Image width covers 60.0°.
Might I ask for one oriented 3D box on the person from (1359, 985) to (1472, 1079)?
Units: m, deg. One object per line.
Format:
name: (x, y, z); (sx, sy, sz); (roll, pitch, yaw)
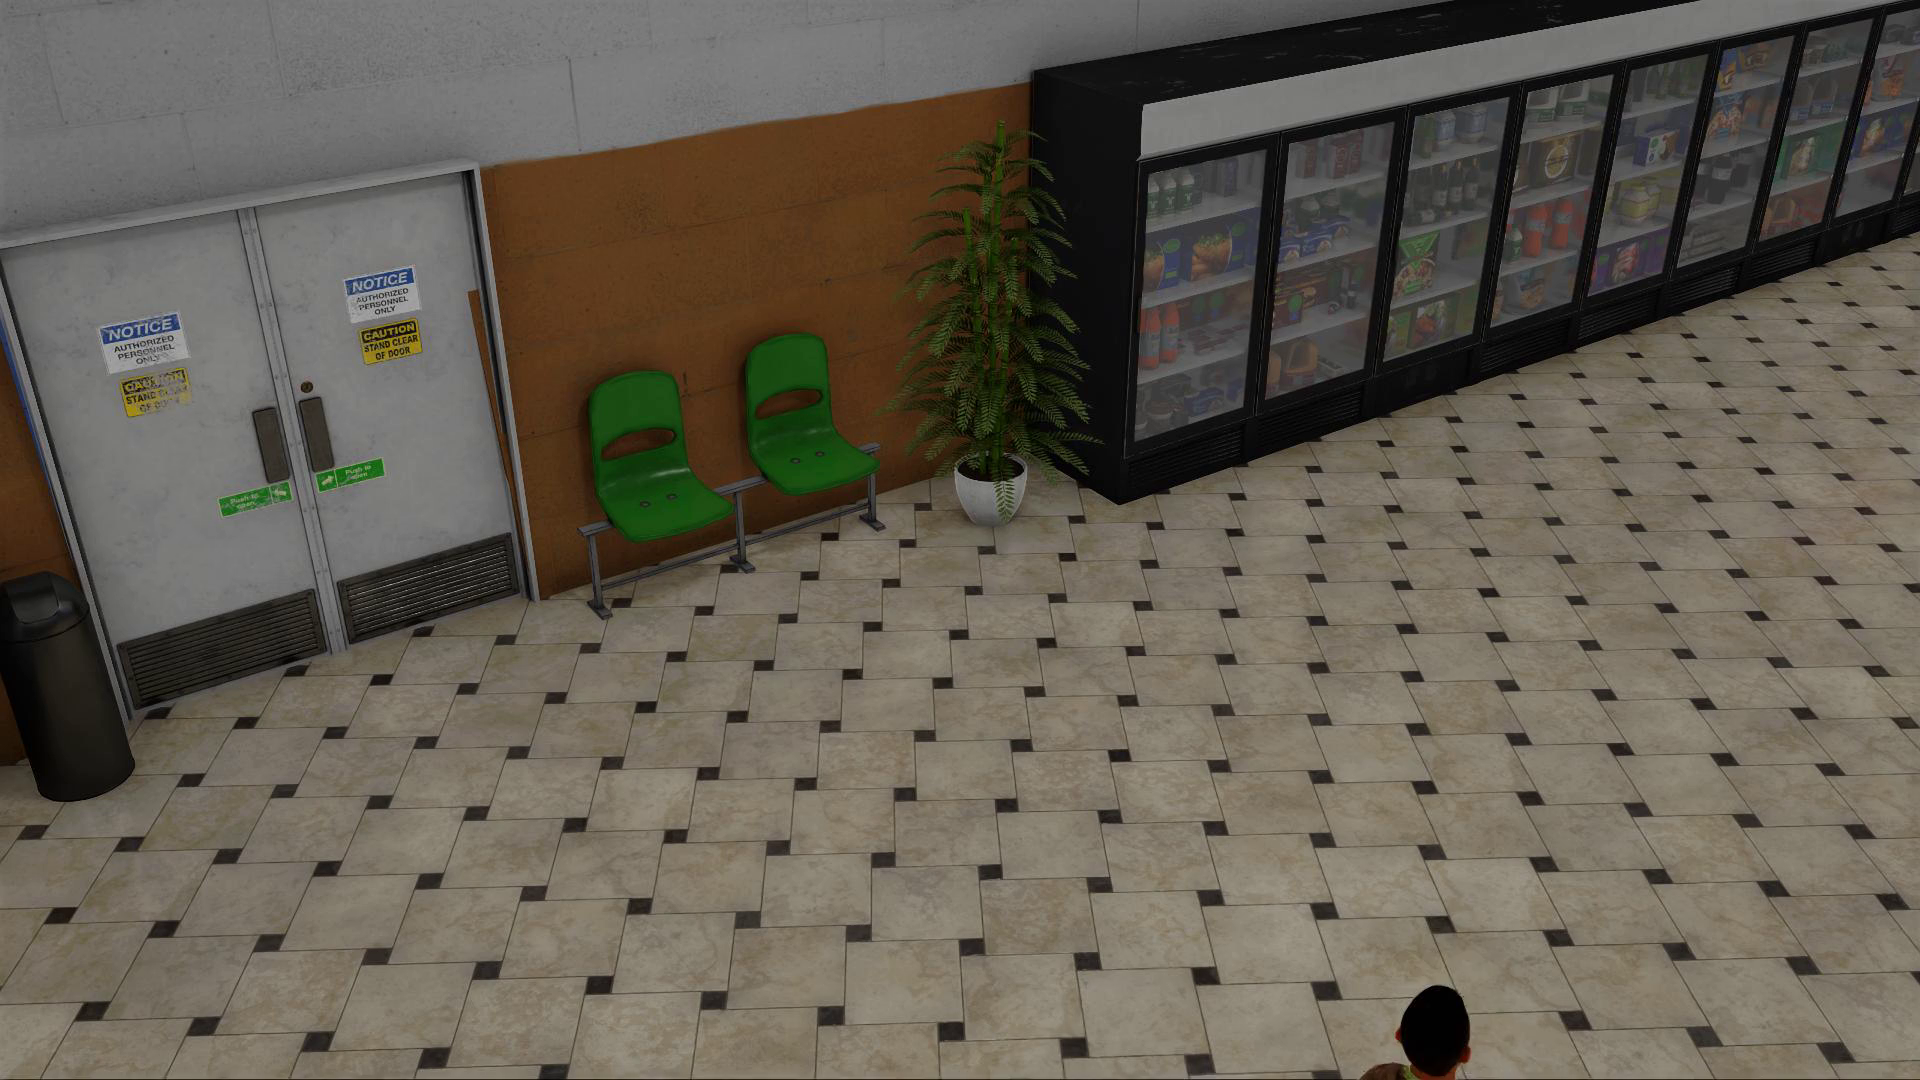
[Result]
person: (1.167, 1.810, 4.360); (0.647, 1.445, 0.738); (17, 33, 28)
